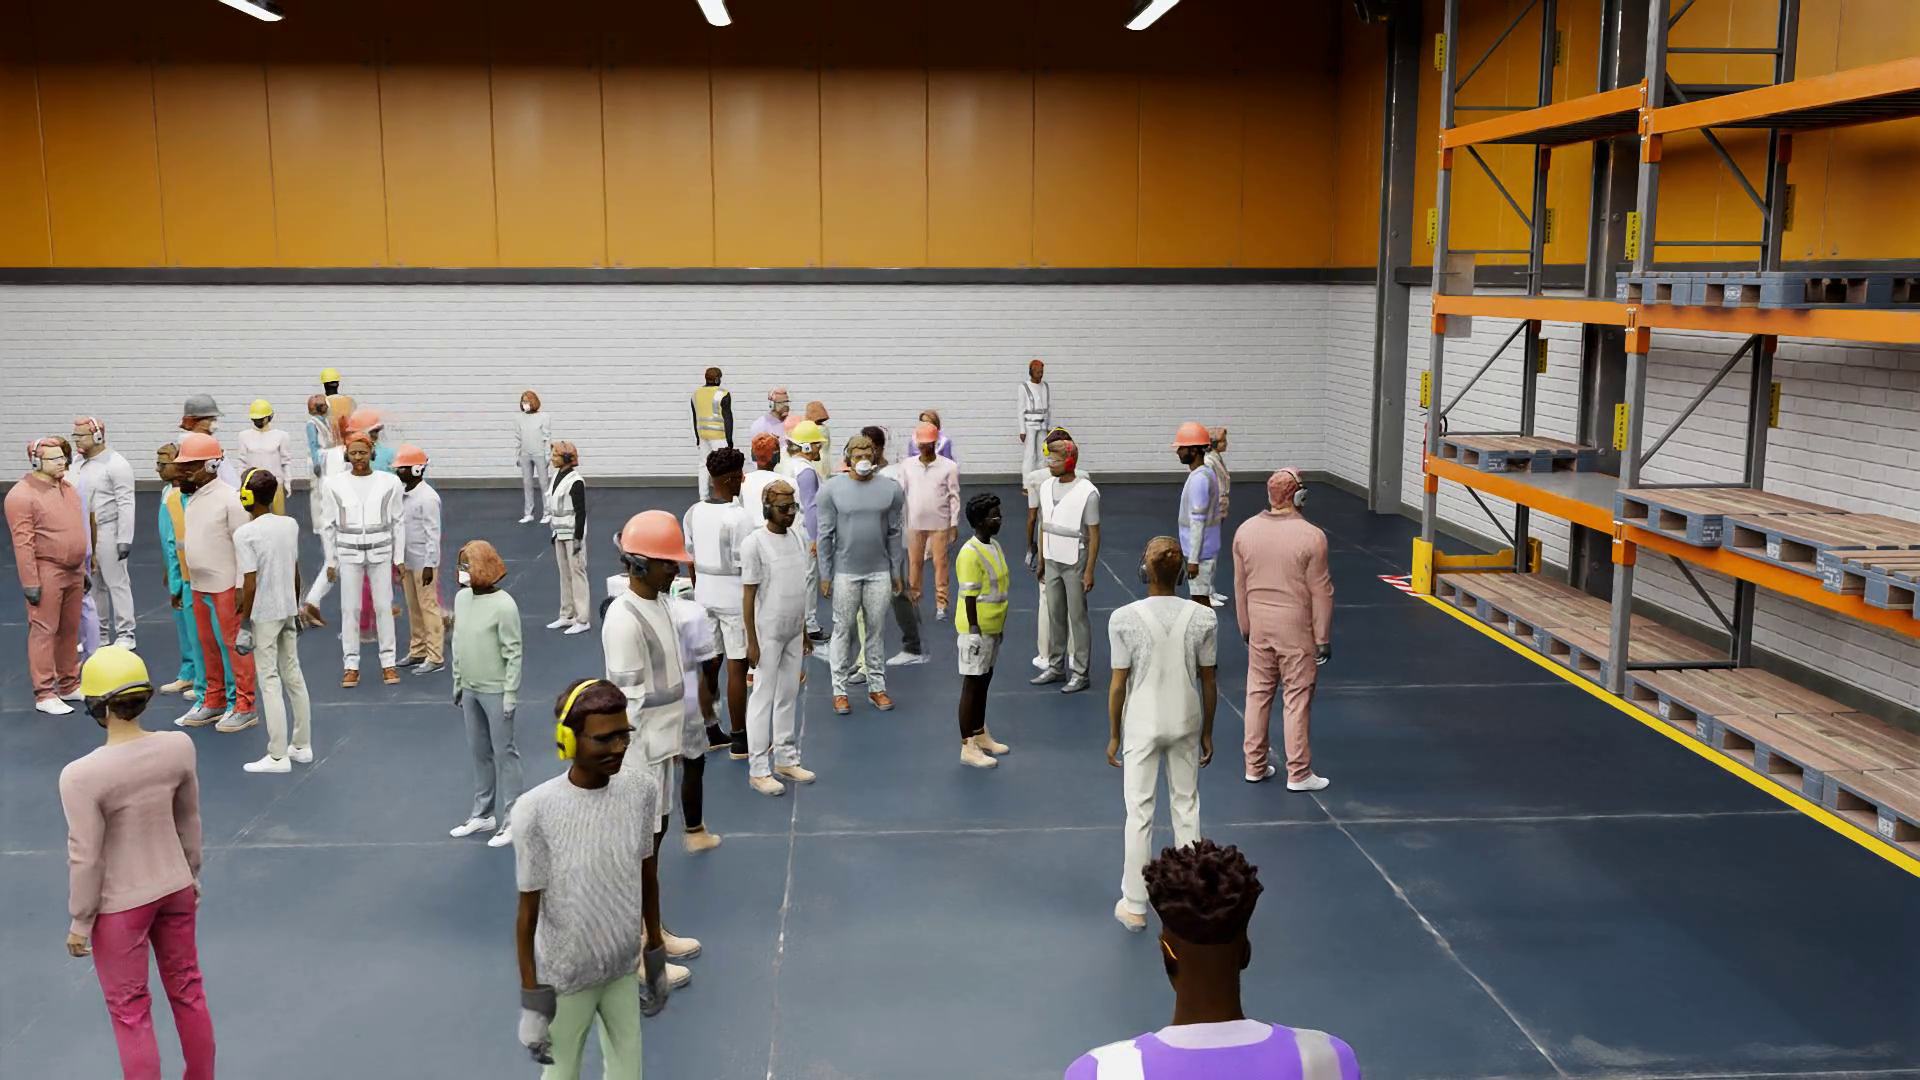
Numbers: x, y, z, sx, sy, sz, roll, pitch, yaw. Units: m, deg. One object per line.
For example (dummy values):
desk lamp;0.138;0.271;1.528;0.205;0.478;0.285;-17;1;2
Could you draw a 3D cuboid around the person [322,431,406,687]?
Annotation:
person;-4.386;0.141;12.267;0.574;1.883;0.355;-3;10;-20

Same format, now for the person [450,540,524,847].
person;-2.528;0.808;8.858;0.505;1.633;0.279;7;11;36

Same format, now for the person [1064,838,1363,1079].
person;0.472;1.541;3.239;0.604;1.959;0.379;-1;9;-9

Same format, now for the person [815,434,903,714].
person;-0.683;0.231;11.530;0.631;1.940;0.372;-3;10;-21

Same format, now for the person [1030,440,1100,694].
person;0.788;0.184;12.120;0.373;1.841;0.570;-7;12;-39

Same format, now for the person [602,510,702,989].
person;-1.310;0.880;7.133;0.379;2.038;0.615;0;9;1

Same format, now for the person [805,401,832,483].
person;-1.574;-0.730;18.514;0.269;1.632;0.503;2;9;12

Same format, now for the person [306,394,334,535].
person;-7.464;-0.878;19.421;0.306;1.642;0.522;-1;9;-5

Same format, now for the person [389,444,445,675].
person;-4.150;0.140;12.675;0.324;1.752;0.561;-8;12;-43

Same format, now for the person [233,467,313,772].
person;-4.212;0.488;10.127;0.334;1.873;0.517;3;10;19

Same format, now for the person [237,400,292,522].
person;-7.143;-0.567;17.102;0.523;1.760;0.327;-2;9;-12

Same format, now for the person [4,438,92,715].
person;-6.280;0.241;11.568;0.410;1.908;0.643;1;9;5

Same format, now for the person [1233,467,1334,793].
person;1.917;0.523;9.780;0.643;1.913;0.410;9;12;43

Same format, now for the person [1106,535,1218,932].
person;0.925;0.892;7.669;0.506;1.846;0.345;-1;9;-5

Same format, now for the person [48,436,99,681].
person;-6.690;0.136;12.466;0.357;1.835;0.518;3;9;17

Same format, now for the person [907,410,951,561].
person;-0.294;-0.606;17.815;0.512;1.609;0.755;6;11;32

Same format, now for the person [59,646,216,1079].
person;-2.860;1.236;5.758;0.326;1.767;0.533;4;10;23

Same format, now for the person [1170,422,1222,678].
person;1.772;0.074;12.572;0.405;1.928;0.545;2;9;12

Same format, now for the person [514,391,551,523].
person;-5.213;-1.011;20.311;0.494;1.625;0.282;2;9;14

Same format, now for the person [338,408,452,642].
person;-4.670;-0.105;13.625;0.916;1.957;0.629;2;9;13

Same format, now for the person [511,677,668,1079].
person;-1.095;1.315;4.981;0.523;1.860;0.320;-9;13;-44

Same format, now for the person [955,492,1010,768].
person;0.141;0.546;10.308;0.318;1.697;0.533;3;9;17

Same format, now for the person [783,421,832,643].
person;-1.253;-0.071;13.754;0.404;1.833;0.590;-3;10;-20

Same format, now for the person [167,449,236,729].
person;-5.023;0.304;11.136;0.591;1.916;0.383;3;10;19

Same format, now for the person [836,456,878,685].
person;-0.750;0.192;12.353;0.330;1.751;0.564;-1;9;-4

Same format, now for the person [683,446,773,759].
person;-1.461;0.393;10.442;0.603;1.961;0.368;8;12;40

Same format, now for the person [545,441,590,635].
person;-3.315;-0.026;14.070;0.312;1.642;0.512;-7;11;-37

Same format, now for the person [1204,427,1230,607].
person;2.327;-0.222;15.291;0.306;1.645;0.522;3;9;16

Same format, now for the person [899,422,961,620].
person;-0.285;-0.165;14.586;0.573;1.751;0.339;2;9;14

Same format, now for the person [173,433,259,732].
person;-4.960;0.280;11.043;0.623;1.992;0.396;5;10;29

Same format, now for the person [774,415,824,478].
person;-1.538;-0.287;15.388;0.586;1.731;0.523;4;10;23

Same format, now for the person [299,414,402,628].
person;-5.295;-0.166;14.319;0.585;1.852;0.916;6;11;32

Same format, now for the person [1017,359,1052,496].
person;1.033;-1.537;22.833;0.584;1.878;0.368;-8;12;-42

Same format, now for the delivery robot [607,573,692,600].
delivery robot;-2.671;0.429;14.321;0.707;0.478;0.477;4;10;22

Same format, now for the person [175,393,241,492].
person;-6.359;-0.232;14.113;0.536;2.000;0.688;-2;9;-13

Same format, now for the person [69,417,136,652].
person;-6.878;-0.028;13.256;0.651;1.907;0.409;4;10;23

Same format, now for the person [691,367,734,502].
person;-3.217;-1.347;21.784;0.619;1.836;0.430;6;11;32

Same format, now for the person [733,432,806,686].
person;-1.406;0.151;12.207;0.573;1.883;0.355;3;9;18

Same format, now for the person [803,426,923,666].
person;-0.725;0.066;12.752;0.974;1.868;0.608;-4;10;-23

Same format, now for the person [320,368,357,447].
person;-7.435;-1.079;19.796;0.372;1.923;0.595;5;11;31

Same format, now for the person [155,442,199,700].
person;-5.536;0.220;11.888;0.517;1.844;0.329;7;11;36

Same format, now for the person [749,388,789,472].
person;-1.791;-0.562;16.612;0.409;1.908;0.639;7;11;37

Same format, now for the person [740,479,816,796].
person;-1.065;0.559;9.762;0.329;1.844;0.516;6;11;35

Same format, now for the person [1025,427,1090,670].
person;0.754;0.068;12.769;0.513;1.872;0.328;-1;9;-4
